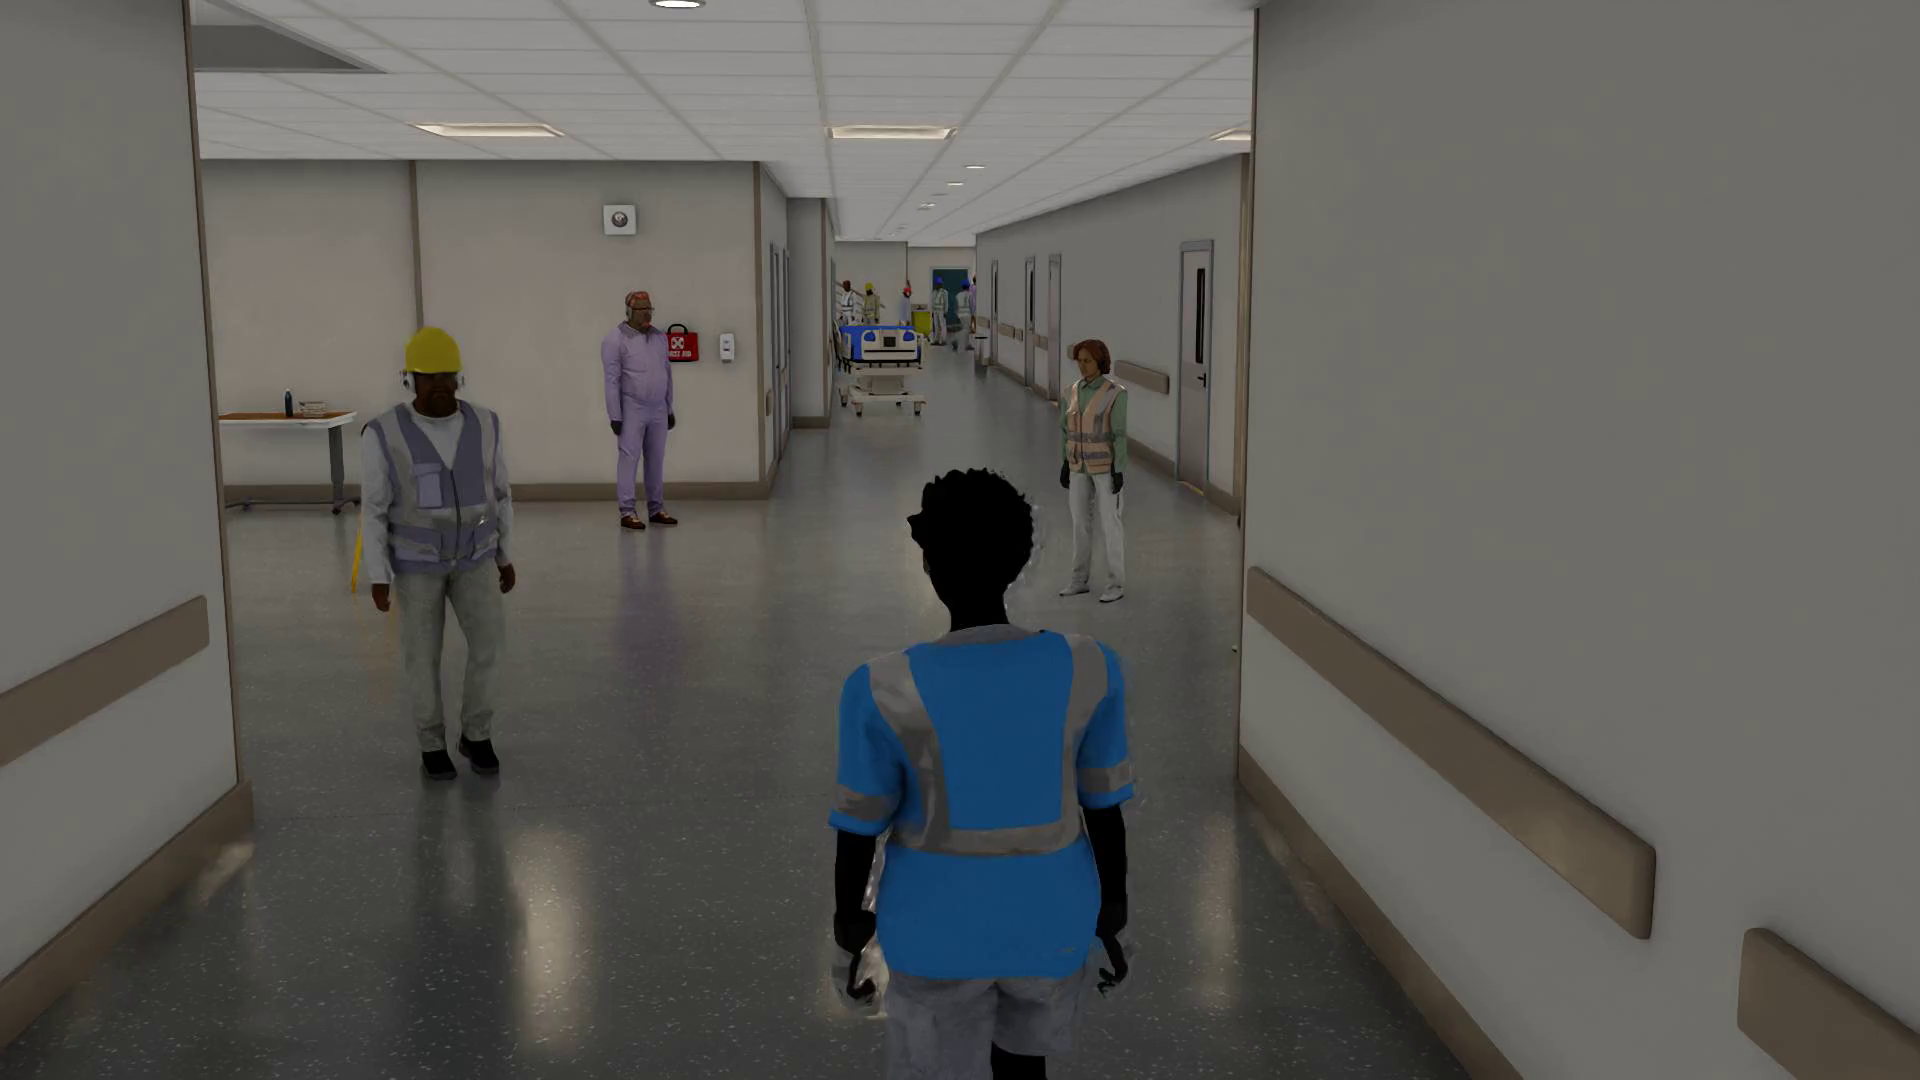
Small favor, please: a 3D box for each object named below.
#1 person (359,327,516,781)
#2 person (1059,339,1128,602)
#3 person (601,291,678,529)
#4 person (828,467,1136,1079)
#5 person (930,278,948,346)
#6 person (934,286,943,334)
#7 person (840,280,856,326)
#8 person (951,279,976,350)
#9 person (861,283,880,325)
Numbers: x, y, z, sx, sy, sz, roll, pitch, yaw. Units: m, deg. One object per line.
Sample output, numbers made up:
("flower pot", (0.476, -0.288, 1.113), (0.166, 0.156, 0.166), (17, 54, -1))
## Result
("person", (-2.044, 0.073, 6.589), (0.625, 1.815, 0.503), (-6, 11, -34))
("person", (0.835, -0.431, 10.360), (0.514, 1.630, 0.318), (8, 12, 42))
("person", (-2.546, -1.040, 13.350), (0.404, 1.900, 0.640), (7, 12, 39))
("person", (0.025, 0.703, 3.042), (0.559, 1.677, 0.530), (-3, 9, -16))
("person", (-0.601, -6.569, 47.892), (0.404, 1.945, 0.615), (-8, 12, -42))
("person", (-0.710, -8.031, 57.640), (0.310, 1.768, 0.533), (5, 10, 28))
("person", (-3.092, -6.200, 45.781), (0.574, 1.883, 0.355), (9, 13, 44))
("person", (0.086, -6.044, 44.730), (0.887, 1.919, 0.613), (-7, 12, -38))
("person", (-2.446, -6.048, 45.014), (0.586, 1.823, 0.403), (6, 11, 35))
